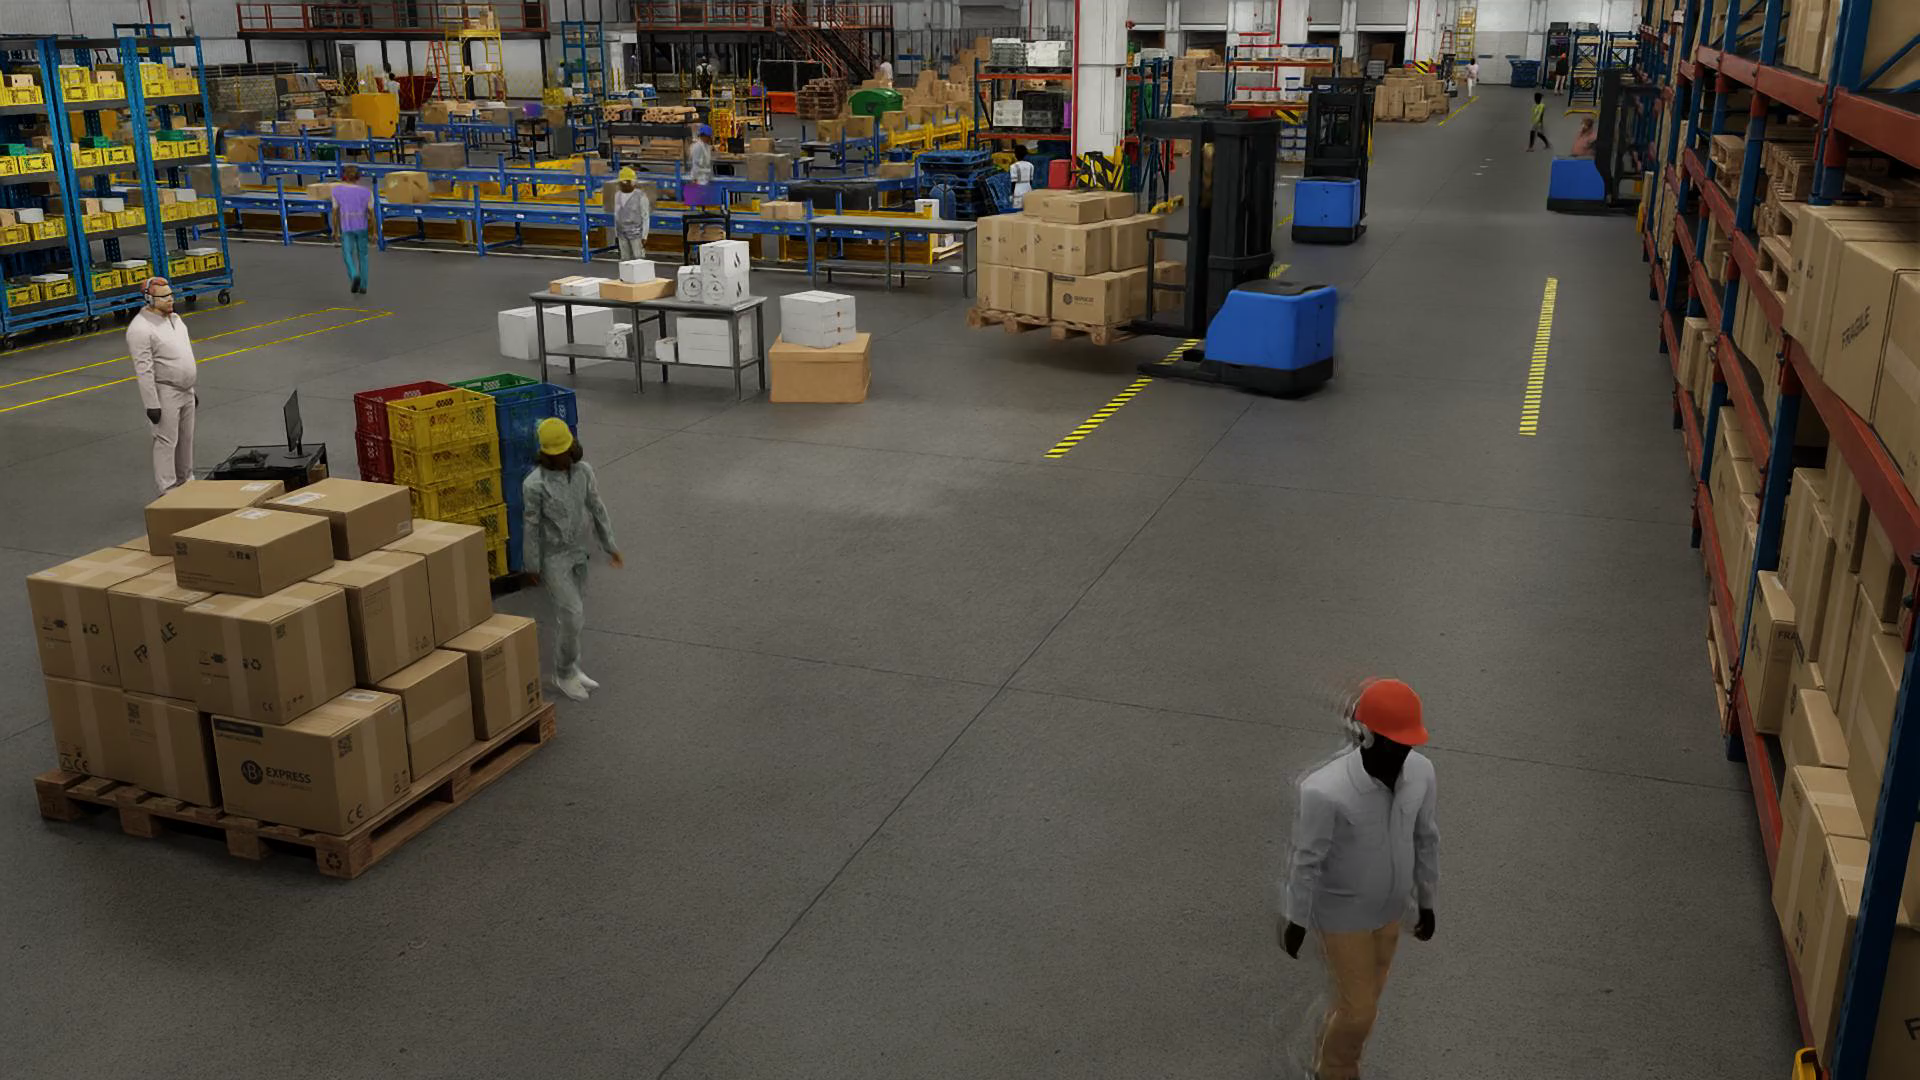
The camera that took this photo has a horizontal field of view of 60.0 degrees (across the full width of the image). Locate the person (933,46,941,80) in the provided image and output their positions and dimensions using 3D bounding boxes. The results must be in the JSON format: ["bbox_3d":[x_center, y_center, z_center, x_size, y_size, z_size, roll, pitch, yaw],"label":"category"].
[{"bbox_3d":[-1.344,-27.870,97.241,0.406,1.946,0.613,13,22,36],"label":"person"}]

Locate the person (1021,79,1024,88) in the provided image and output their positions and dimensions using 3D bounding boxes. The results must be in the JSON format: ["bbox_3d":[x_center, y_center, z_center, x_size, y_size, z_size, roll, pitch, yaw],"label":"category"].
[{"bbox_3d":[2.565,-19.975,72.292,0.392,2.034,0.605,11,20,30],"label":"person"}]

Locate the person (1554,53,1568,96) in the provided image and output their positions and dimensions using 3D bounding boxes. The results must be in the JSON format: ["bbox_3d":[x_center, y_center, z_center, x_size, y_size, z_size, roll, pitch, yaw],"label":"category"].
[{"bbox_3d":[28.835,-22.311,79.702,0.612,1.991,0.392,-2,18,-7],"label":"person"}]

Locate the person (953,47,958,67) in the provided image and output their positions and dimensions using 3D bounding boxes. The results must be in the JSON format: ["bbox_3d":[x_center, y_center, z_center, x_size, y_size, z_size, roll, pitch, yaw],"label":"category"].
[{"bbox_3d":[-0.168,-26.350,92.386,0.623,1.992,0.397,10,20,27],"label":"person"}]

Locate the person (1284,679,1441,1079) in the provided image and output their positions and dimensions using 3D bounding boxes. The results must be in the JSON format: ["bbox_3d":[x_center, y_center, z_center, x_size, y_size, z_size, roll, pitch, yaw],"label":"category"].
[{"bbox_3d":[1.458,1.304,5.914,0.597,1.733,0.479,-9,20,-27],"label":"person"}]

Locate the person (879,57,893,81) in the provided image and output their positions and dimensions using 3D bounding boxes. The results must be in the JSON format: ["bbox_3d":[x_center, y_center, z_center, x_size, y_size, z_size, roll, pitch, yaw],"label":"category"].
[{"bbox_3d":[-3.459,-21.134,76.128,0.650,1.904,0.851,-14,22,-38],"label":"person"}]

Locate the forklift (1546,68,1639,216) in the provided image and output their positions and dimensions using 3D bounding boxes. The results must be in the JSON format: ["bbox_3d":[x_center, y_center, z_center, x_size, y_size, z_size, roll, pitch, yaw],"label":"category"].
[{"bbox_3d":[12.822,-7.946,33.122,1.873,2.768,1.129,6,19,19],"label":"forklift"}]

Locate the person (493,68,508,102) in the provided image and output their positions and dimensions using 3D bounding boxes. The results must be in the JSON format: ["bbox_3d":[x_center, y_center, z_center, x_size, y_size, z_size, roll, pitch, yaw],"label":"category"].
[{"bbox_3d":[-18.110,-17.704,65.606,0.524,1.761,0.333,-4,18,-11],"label":"person"}]

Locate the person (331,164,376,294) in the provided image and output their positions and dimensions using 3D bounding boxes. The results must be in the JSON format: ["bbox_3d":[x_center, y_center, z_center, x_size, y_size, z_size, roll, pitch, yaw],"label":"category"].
[{"bbox_3d":[-8.655,-4.433,23.781,0.606,1.830,0.429,-8,19,-24],"label":"person"}]

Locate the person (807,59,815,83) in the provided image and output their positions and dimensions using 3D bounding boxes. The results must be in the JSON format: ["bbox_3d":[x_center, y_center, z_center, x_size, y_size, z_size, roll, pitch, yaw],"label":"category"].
[{"bbox_3d":[-6.377,-19.722,71.655,0.362,1.935,0.551,4,18,12],"label":"person"}]

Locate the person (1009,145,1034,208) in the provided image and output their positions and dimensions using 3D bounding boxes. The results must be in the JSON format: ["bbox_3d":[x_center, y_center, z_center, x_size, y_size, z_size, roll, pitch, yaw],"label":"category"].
[{"bbox_3d":[1.065,-6.032,29.029,0.533,1.697,0.322,-16,24,-41],"label":"person"}]

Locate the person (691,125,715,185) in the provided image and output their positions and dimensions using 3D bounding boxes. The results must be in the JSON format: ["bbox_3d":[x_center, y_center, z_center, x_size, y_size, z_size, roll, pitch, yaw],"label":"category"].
[{"bbox_3d":[-4.663,-6.683,30.727,0.794,1.908,0.624,3,18,10],"label":"person"}]

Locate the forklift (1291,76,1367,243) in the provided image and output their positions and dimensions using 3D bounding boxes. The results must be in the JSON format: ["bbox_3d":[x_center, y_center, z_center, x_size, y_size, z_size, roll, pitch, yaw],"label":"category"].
[{"bbox_3d":[6.598,-6.755,29.381,1.129,2.768,1.873,6,19,19],"label":"forklift"}]

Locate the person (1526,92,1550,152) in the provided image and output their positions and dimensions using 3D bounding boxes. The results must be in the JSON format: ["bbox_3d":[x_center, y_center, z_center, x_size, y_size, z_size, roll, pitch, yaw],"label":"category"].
[{"bbox_3d":[16.738,-12.063,47.996,0.605,1.680,0.546,-6,18,-17],"label":"person"}]

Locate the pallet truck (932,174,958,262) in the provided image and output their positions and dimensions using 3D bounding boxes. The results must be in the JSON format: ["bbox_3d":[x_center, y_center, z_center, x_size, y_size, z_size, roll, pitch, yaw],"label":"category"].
[{"bbox_3d":[-0.507,-5.292,27.348,0.653,1.274,1.630,6,19,19],"label":"pallet truck"}]

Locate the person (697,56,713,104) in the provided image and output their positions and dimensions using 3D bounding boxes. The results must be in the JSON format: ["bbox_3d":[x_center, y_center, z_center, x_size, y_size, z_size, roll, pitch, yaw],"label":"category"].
[{"bbox_3d":[-11.185,-20.181,72.928,0.676,2.000,0.536,-3,18,-10],"label":"person"}]

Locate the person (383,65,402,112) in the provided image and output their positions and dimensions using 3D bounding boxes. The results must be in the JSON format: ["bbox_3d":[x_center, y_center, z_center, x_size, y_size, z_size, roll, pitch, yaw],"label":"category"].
[{"bbox_3d":[-23.075,-18.233,67.140,0.969,1.847,0.591,9,20,27],"label":"person"}]

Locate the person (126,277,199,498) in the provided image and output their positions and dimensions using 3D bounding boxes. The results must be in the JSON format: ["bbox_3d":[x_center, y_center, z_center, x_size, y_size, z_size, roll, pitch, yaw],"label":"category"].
[{"bbox_3d":[-6.342,-1.165,13.397,0.407,1.906,0.655,1,18,4],"label":"person"}]

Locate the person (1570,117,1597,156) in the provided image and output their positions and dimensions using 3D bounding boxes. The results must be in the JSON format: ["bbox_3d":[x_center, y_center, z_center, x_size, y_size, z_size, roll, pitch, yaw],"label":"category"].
[{"bbox_3d":[12.797,-7.725,34.069,0.770,1.868,0.659,-2,18,-7],"label":"person"}]

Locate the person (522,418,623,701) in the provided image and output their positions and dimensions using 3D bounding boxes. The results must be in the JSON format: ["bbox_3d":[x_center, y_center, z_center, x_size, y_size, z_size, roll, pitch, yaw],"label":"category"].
[{"bbox_3d":[-2.269,0.103,9.705,0.479,1.709,0.516,9,20,27],"label":"person"}]

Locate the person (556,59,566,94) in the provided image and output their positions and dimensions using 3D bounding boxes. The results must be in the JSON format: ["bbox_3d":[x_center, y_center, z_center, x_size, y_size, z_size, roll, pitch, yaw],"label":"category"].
[{"bbox_3d":[-17.723,-20.365,73.765,0.860,1.896,0.607,3,18,9],"label":"person"}]

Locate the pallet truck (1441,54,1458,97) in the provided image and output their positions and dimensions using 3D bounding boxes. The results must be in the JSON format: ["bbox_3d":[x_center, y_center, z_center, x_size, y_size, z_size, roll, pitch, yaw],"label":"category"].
[{"bbox_3d":[22.765,-21.886,78.355,0.823,1.965,1.885,-4,18,-14],"label":"pallet truck"}]

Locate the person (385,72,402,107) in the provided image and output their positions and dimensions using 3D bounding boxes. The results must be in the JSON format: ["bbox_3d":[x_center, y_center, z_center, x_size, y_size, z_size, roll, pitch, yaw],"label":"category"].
[{"bbox_3d":[-19.903,-15.473,58.449,0.552,1.865,0.534,-7,19,-22],"label":"person"}]

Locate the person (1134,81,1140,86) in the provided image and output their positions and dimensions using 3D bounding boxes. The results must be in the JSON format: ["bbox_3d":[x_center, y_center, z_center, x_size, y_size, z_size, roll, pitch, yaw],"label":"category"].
[{"bbox_3d":[8.485,-21.924,78.723,0.782,1.852,0.523,1,18,4],"label":"person"}]

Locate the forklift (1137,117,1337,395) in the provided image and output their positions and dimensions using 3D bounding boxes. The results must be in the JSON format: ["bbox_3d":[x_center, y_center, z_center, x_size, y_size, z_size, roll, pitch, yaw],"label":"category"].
[{"bbox_3d":[3.046,-3.108,17.919,1.873,2.768,1.129,13,22,36],"label":"forklift"}]

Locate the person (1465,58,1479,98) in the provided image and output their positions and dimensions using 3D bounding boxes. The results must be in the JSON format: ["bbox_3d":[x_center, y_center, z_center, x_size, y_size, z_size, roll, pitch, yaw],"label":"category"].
[{"bbox_3d":[23.895,-21.602,77.741,0.647,1.827,0.583,-2,18,-7],"label":"person"}]

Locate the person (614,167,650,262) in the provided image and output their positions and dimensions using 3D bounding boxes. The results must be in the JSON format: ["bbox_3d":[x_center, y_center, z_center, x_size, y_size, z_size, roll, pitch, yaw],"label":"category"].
[{"bbox_3d":[-4.635,-4.306,23.386,0.586,1.833,0.403,10,20,27],"label":"person"}]
